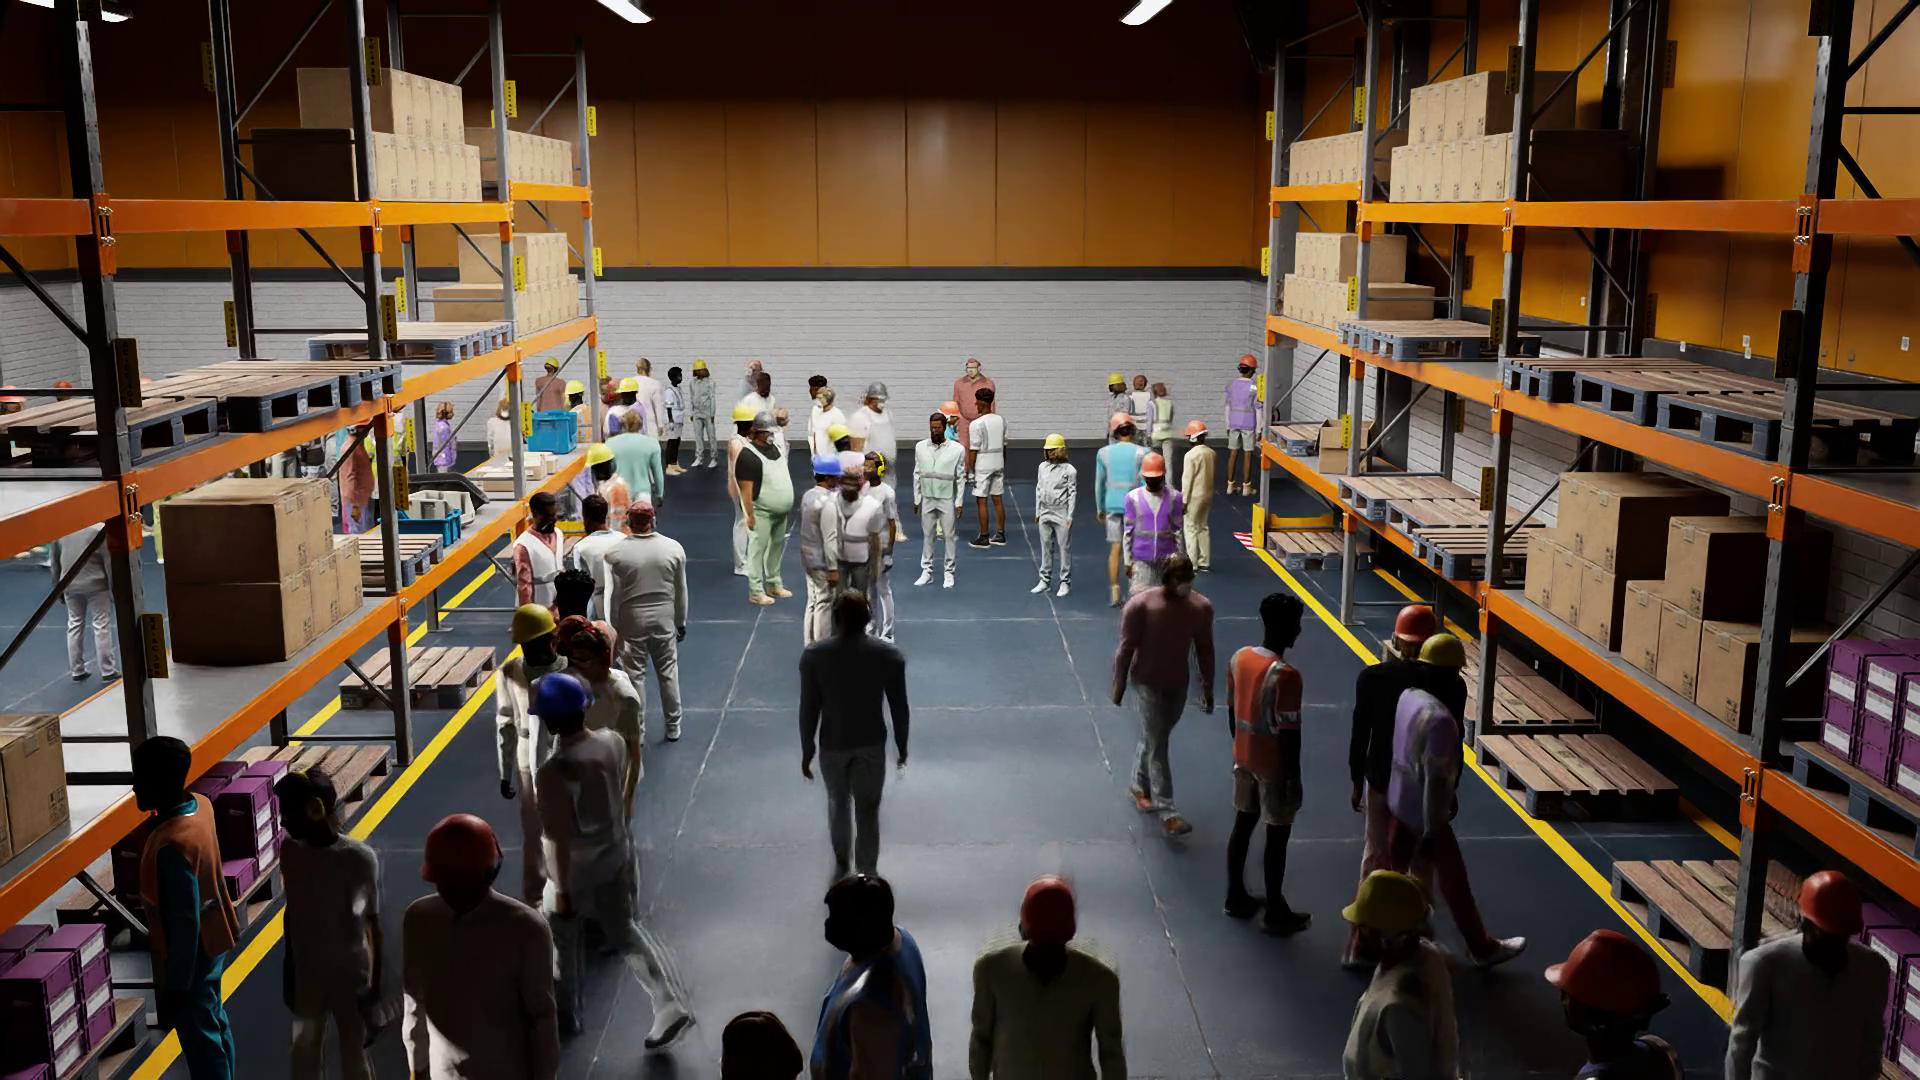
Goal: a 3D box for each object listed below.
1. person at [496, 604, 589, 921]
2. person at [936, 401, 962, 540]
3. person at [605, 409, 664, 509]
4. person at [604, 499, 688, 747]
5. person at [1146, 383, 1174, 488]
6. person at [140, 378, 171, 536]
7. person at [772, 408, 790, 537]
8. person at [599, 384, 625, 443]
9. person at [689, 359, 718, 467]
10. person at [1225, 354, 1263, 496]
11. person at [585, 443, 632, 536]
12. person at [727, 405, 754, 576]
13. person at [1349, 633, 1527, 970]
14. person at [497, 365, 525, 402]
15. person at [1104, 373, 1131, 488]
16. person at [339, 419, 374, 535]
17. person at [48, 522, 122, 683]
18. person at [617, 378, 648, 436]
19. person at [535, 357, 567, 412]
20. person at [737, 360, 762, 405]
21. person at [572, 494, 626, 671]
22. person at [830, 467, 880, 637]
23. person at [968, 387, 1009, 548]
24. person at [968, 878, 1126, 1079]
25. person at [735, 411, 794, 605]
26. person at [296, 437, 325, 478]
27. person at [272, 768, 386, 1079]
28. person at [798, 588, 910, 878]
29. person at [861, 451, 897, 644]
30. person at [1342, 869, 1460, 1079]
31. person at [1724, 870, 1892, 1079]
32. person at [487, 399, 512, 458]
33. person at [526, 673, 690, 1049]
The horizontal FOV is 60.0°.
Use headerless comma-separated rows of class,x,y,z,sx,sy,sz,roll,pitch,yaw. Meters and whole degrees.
person,-2.353,1.287,9.525,0.600,1.908,0.394,1,11,5
person,-0.151,-0.867,20.738,0.353,1.739,0.574,-1,11,-7
person,-3.646,-0.510,18.594,0.640,1.896,1.014,-1,11,-4
person,-2.419,0.634,12.791,0.650,1.906,0.401,-5,12,-24
person,2.856,-1.494,24.229,0.536,1.593,0.838,-6,13,-29
person,-10.156,-1.042,20.971,0.391,1.995,0.613,-9,14,-38
person,-2.301,-0.852,20.943,0.329,1.626,0.521,-3,12,-14
person,-4.575,-1.142,21.873,0.689,1.826,0.621,-2,11,-9
person,-4.110,-2.020,26.543,0.482,1.734,0.341,5,12,24
person,4.095,-1.650,23.939,0.603,2.035,0.415,8,14,36
person,-3.321,-0.007,16.056,0.525,1.897,0.594,-7,13,-32
person,-2.429,-0.561,18.722,0.359,1.930,0.587,0,11,-2
person,2.567,1.420,8.926,0.983,1.869,0.595,-2,11,-9
person,-7.222,-2.145,26.779,0.337,1.883,0.584,5,12,25
person,2.292,-1.580,24.338,0.324,1.728,0.493,-7,13,-30
person,-6.458,-0.427,17.889,0.394,1.994,0.612,-2,11,-11
person,-7.594,0.379,14.479,0.569,1.743,0.351,0,11,0
person,-4.283,-1.178,21.863,0.391,1.918,0.591,-3,12,-13
person,-6.521,-2.045,26.615,0.533,1.752,0.342,2,11,11
person,-3.030,-1.723,24.654,0.401,1.894,0.654,5,12,23
person,-2.782,0.592,13.010,0.410,1.908,0.598,7,13,30
person,-1.001,0.224,15.096,0.571,1.802,0.694,2,11,10
person,0.330,-0.881,20.278,0.611,1.958,0.368,-10,15,-42
person,0.309,2.074,6.026,0.581,1.715,0.795,1,11,4
person,-2.002,-0.346,17.367,0.537,2.000,0.686,6,13,28
person,-8.389,-0.992,21.488,0.320,1.694,0.532,0,11,-2
person,-2.583,1.859,6.838,0.606,1.837,0.613,2,11,9
person,-0.628,1.211,9.970,0.654,1.880,1.043,0,11,-3
person,-0.802,0.091,15.593,0.328,1.876,0.514,-10,15,-40
person,1.672,2.050,5.991,0.835,1.802,0.610,4,12,21
person,3.162,2.022,6.299,0.568,1.729,0.702,0,11,1
person,-6.018,-1.069,22.076,0.513,1.596,0.760,-1,11,-7
person,-1.757,1.568,8.102,0.915,1.911,0.624,6,13,29
